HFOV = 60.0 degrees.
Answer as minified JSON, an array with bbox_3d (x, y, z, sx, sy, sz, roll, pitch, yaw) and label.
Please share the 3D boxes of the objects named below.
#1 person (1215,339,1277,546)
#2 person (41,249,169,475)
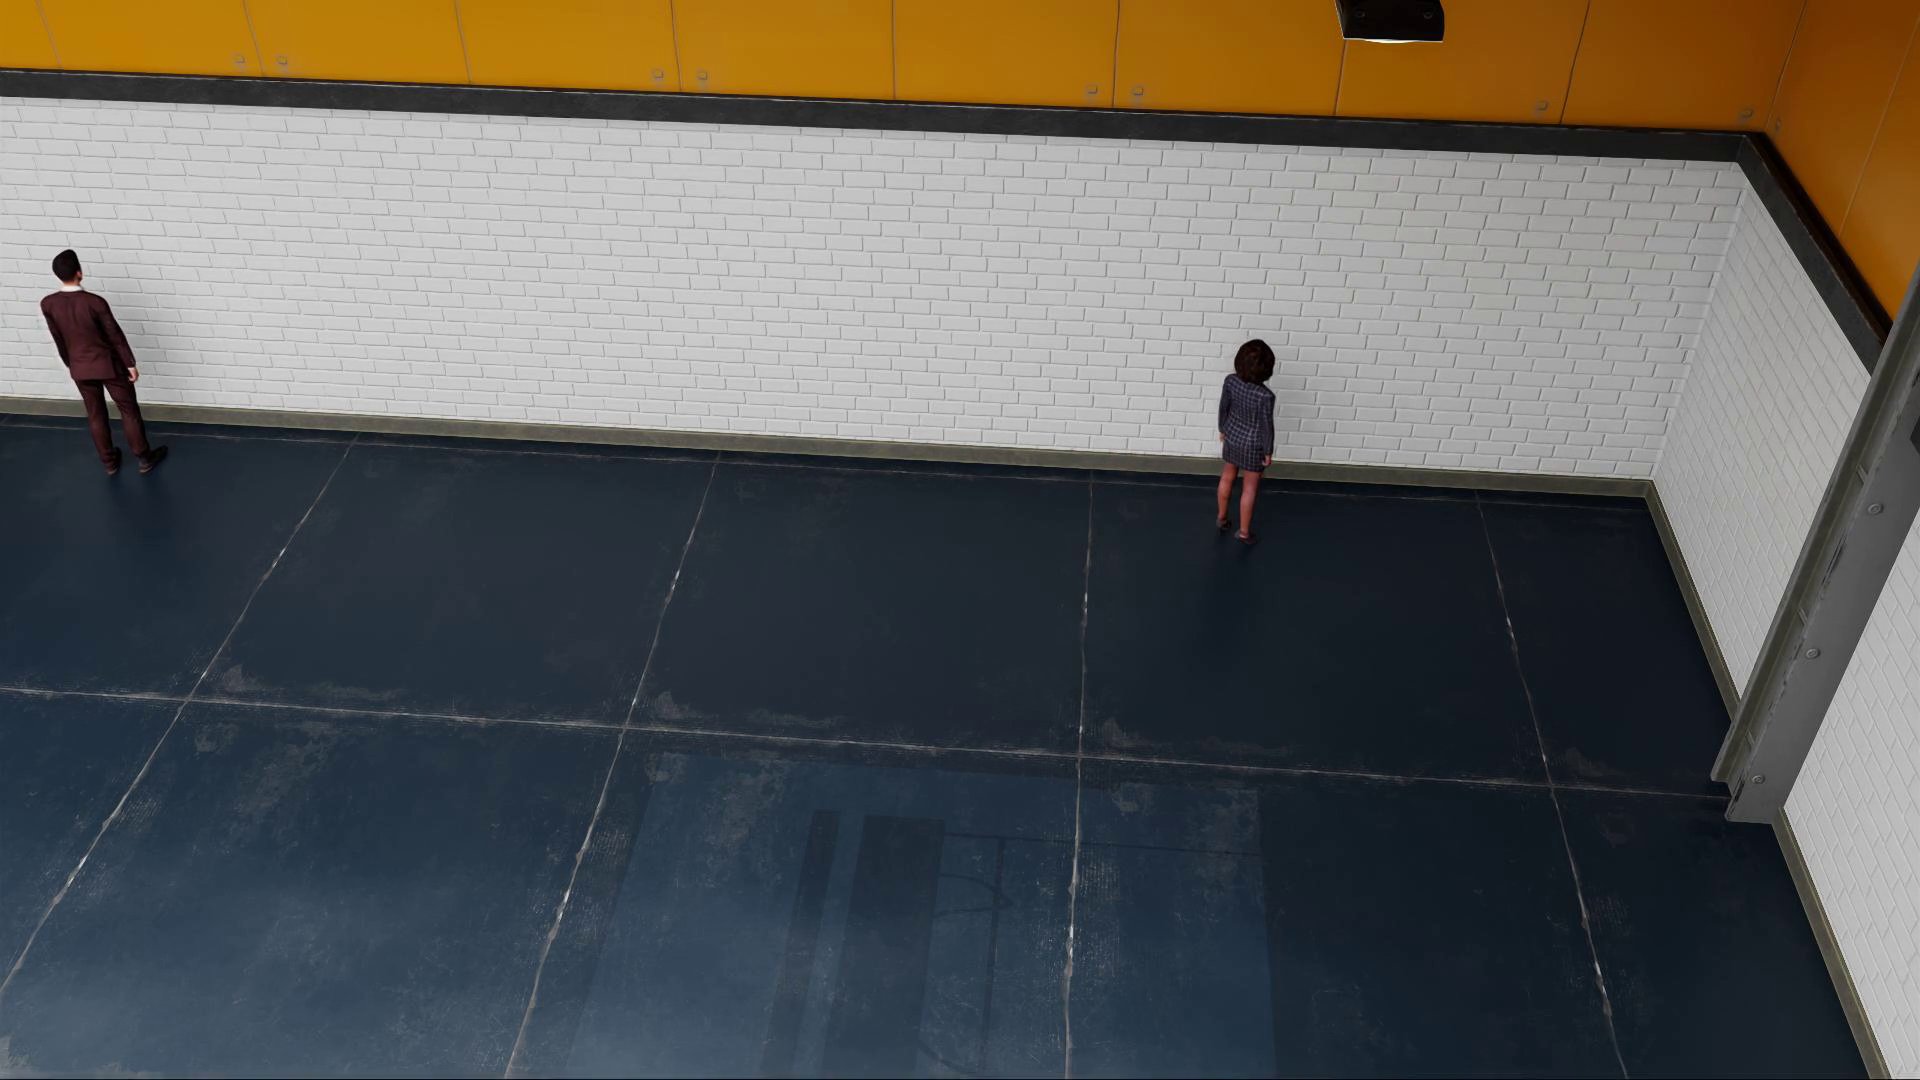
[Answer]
[{"bbox_3d":[2.061,-0.696,12.046,0.745,1.702,0.702,-31,48,-33],"label":"person"},{"bbox_3d":[-6.596,-1.332,12.719,0.722,1.856,0.617,-3,39,-4],"label":"person"}]
